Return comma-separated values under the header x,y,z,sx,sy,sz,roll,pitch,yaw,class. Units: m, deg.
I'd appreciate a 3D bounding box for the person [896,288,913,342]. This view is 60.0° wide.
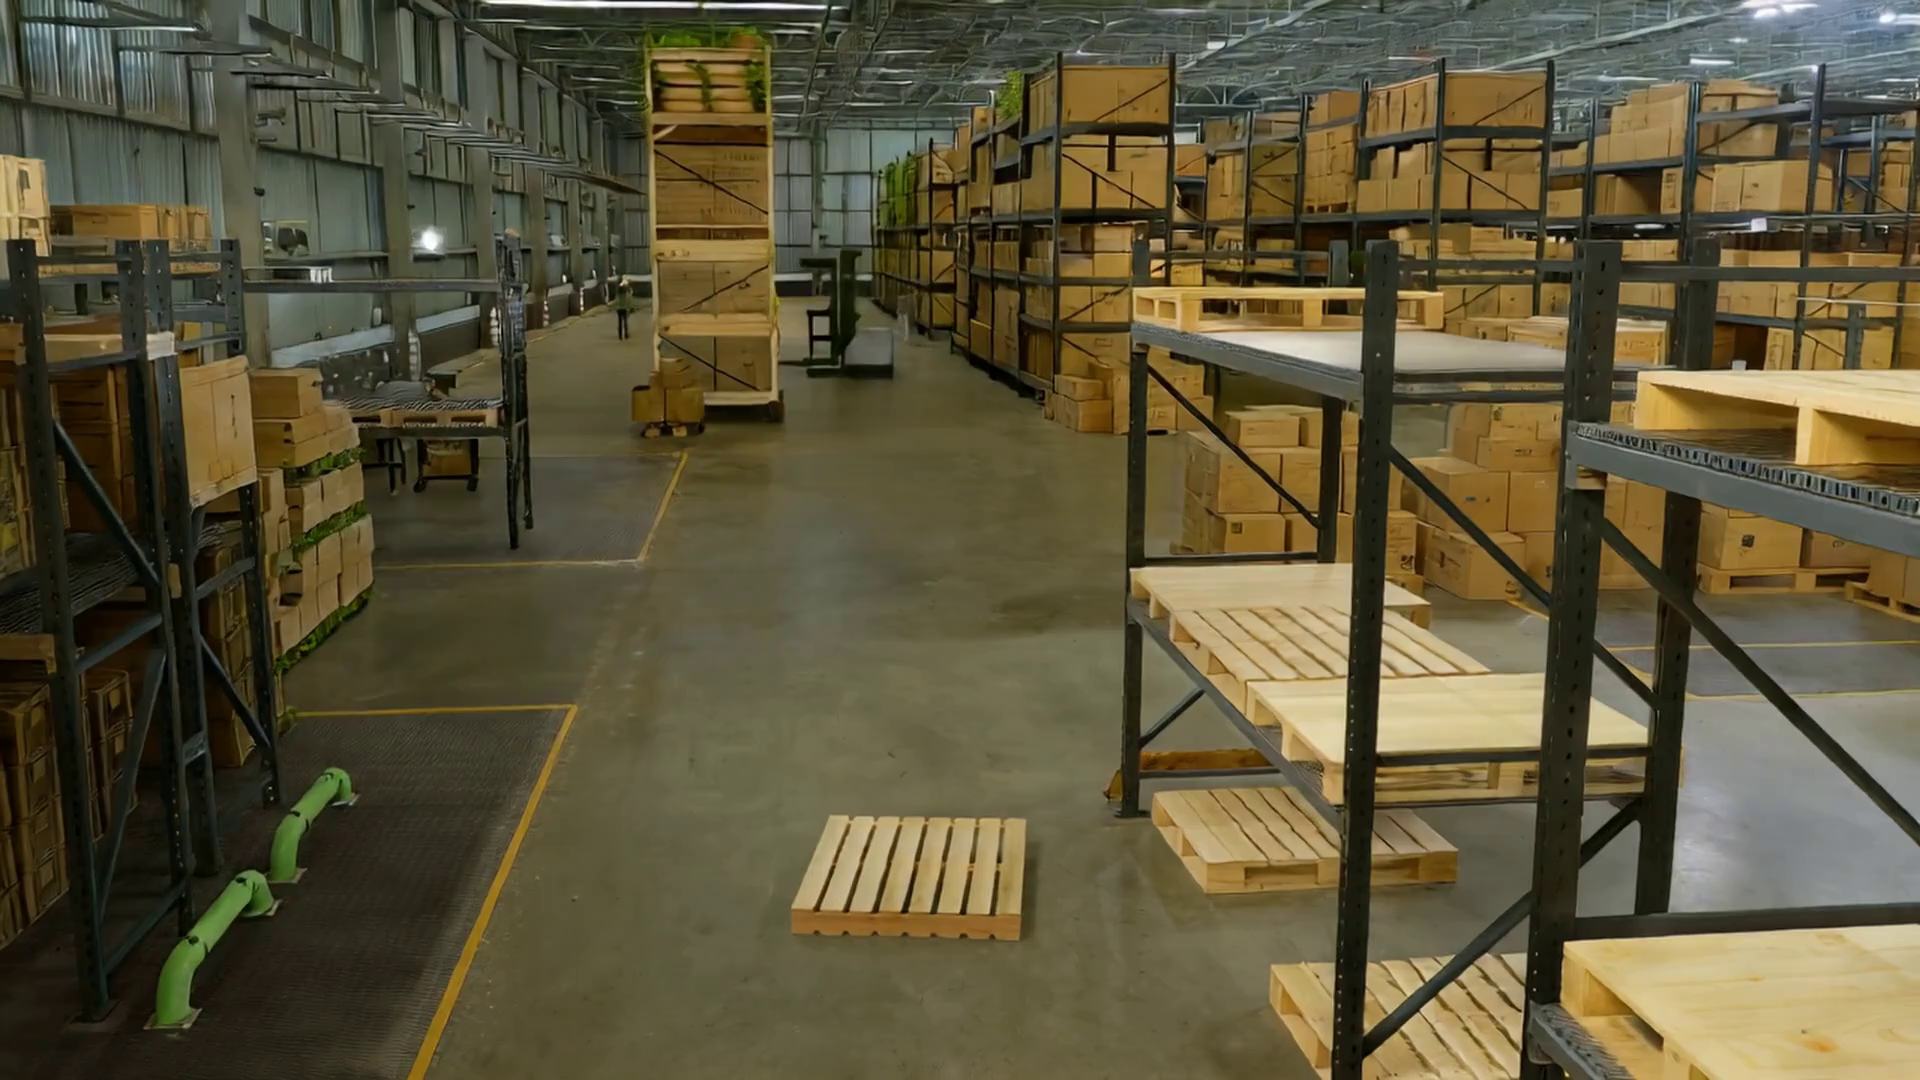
x,y,z,sx,sy,sz,roll,pitch,yaw,class
-1.661,-6.757,49.947,0.489,1.592,0.874,-5,11,-24,person

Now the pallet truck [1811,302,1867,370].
x,y,z,sx,sy,sz,roll,pitch,yaw,class
15.846,-3.142,28.793,1.885,1.965,0.823,2,10,12,pallet truck

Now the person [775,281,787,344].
x,y,z,sx,sy,sz,roll,pitch,yaw,class
-5.551,-6.646,48.528,0.888,1.888,0.591,-1,10,-8,person

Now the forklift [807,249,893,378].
x,y,z,sx,sy,sz,roll,pitch,yaw,class
-2.461,-5.023,36.767,1.873,2.768,1.129,-1,10,-6,forklift

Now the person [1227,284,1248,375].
x,y,z,sx,sy,sz,roll,pitch,yaw,class
6.311,-4.748,37.563,0.608,2.044,0.377,-7,12,-32,person

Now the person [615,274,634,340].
x,y,z,sx,sy,sz,roll,pitch,yaw,class
-10.242,-7.112,50.789,0.378,1.996,0.611,9,13,40,person

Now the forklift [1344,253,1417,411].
x,y,z,sx,sy,sz,roll,pitch,yaw,class
6.623,-3.107,26.150,1.129,2.768,1.873,-1,10,-3,forklift
